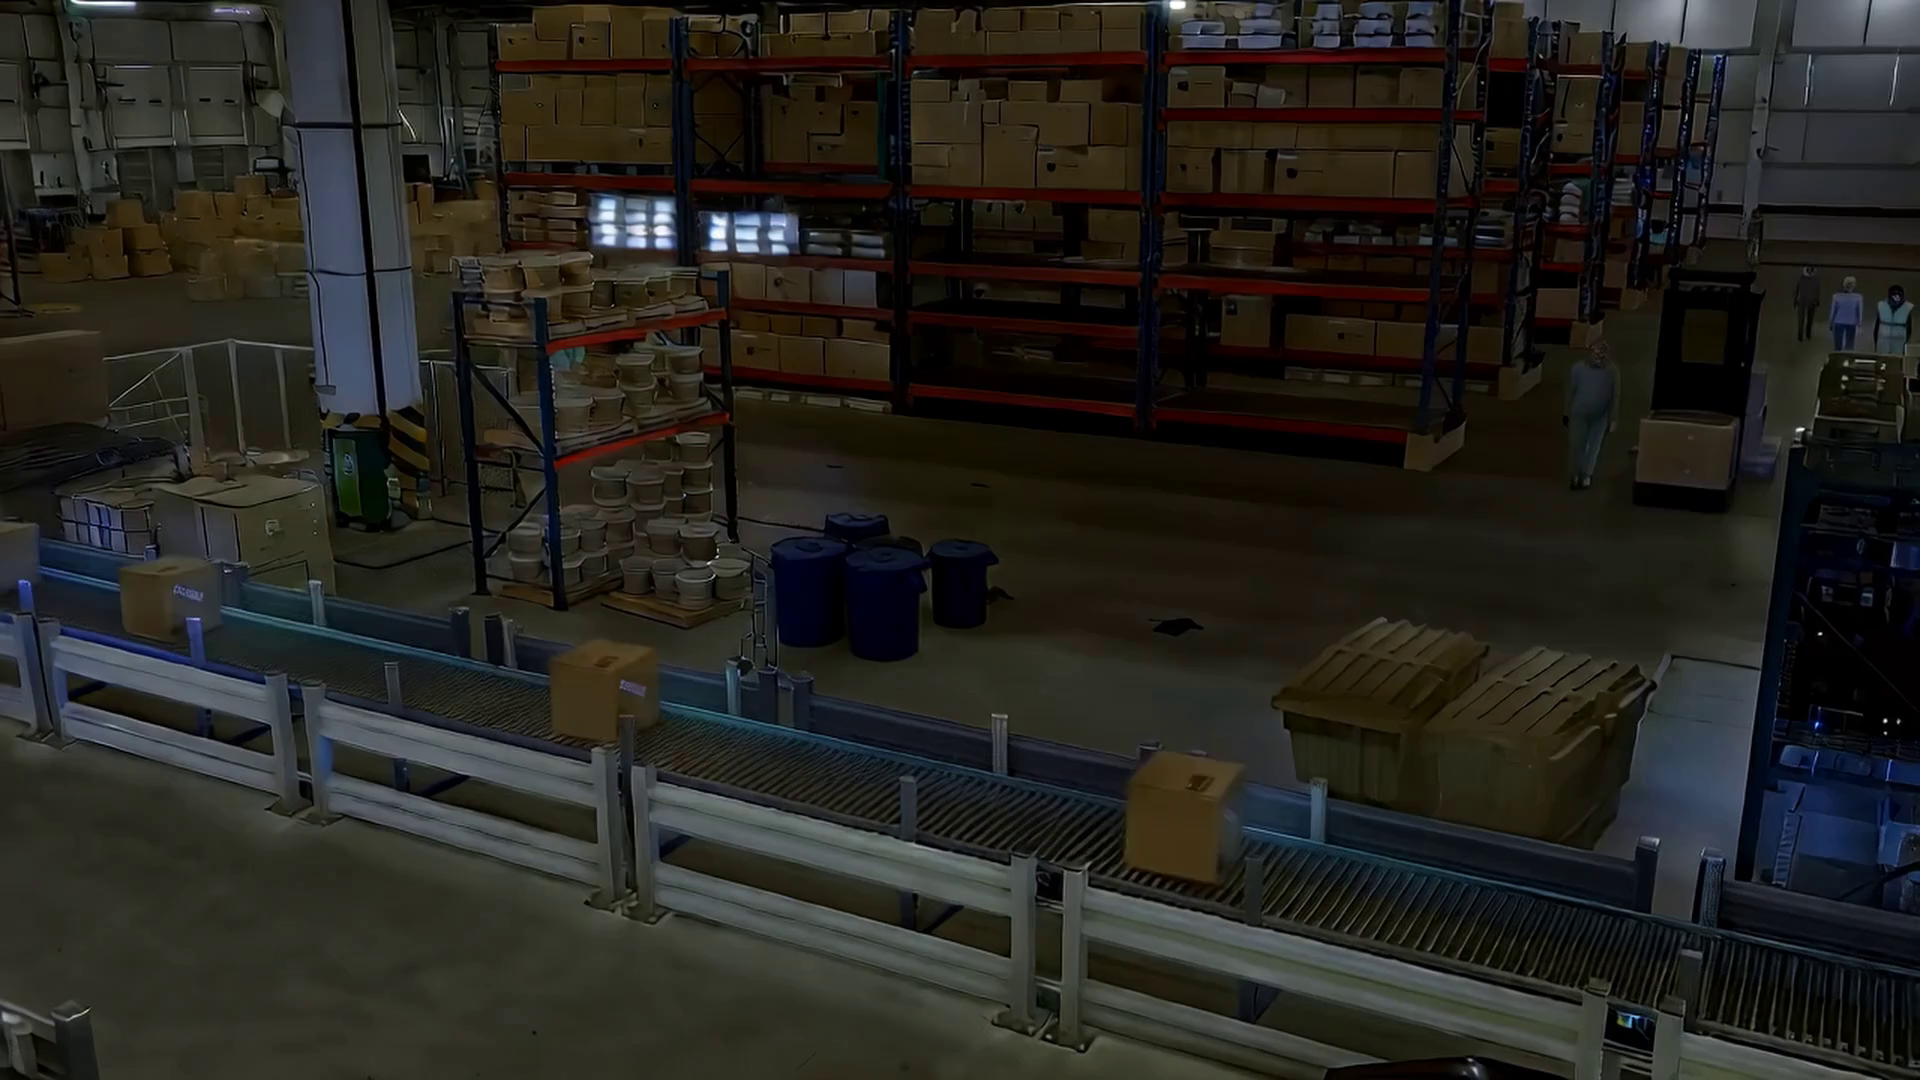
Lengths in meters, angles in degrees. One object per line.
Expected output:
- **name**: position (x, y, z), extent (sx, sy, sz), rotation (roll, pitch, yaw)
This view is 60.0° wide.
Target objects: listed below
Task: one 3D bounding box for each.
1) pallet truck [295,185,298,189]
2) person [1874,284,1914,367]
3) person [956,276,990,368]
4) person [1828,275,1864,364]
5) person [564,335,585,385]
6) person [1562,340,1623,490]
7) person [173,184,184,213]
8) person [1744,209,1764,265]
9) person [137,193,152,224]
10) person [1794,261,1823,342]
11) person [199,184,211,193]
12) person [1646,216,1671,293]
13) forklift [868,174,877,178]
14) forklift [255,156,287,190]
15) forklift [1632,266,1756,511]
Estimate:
- **pallet truck**: position (-26.804, -14.617, 69.738), extent (1.885, 1.965, 0.823), rotation (-14, 20, -42)
- **person**: position (15.520, -3.342, 27.715), extent (0.596, 1.814, 0.709), rotation (11, 18, 35)
- **person**: position (0.247, -3.785, 29.258), extent (0.696, 1.885, 0.375), rotation (8, 17, 28)
- **person**: position (15.828, -3.851, 29.732), extent (0.559, 1.743, 0.558), rotation (10, 18, 34)
- **person**: position (-6.086, -2.898, 26.258), extent (0.318, 1.700, 0.535), rotation (-2, 15, -6)
- **person**: position (7.916, -1.556, 20.843), extent (0.680, 1.885, 0.613), rotation (6, 16, 20)
- **person**: position (-27.908, -11.820, 59.588), extent (0.616, 1.806, 0.557), rotation (3, 15, 11)
- **person**: position (23.446, -8.939, 49.099), extent (0.553, 1.625, 0.335), rotation (10, 18, 33)
- **person**: position (-25.831, -10.001, 52.562), extent (0.654, 1.900, 0.875), rotation (7, 16, 24)
- **person**: position (17.135, -4.825, 33.635), extent (0.530, 1.621, 0.397), rotation (5, 16, 19)
- **person**: position (-29.084, -12.891, 64.050), extent (0.530, 1.577, 0.901), rotation (-9, 18, -32)
- **person**: position (17.644, -7.225, 42.105), extent (0.392, 1.920, 0.592), rotation (-13, 20, -40)
- **forklift**: position (-2.952, -11.669, 56.966), extent (1.873, 2.768, 1.129), rotation (-3, 15, -11)
- **forklift**: position (-24.235, -12.131, 58.703), extent (1.129, 2.768, 1.873), rotation (0, 15, 0)
- **forklift**: position (9.021, -1.914, 20.294), extent (1.129, 2.768, 1.873), rotation (8, 17, 28)
